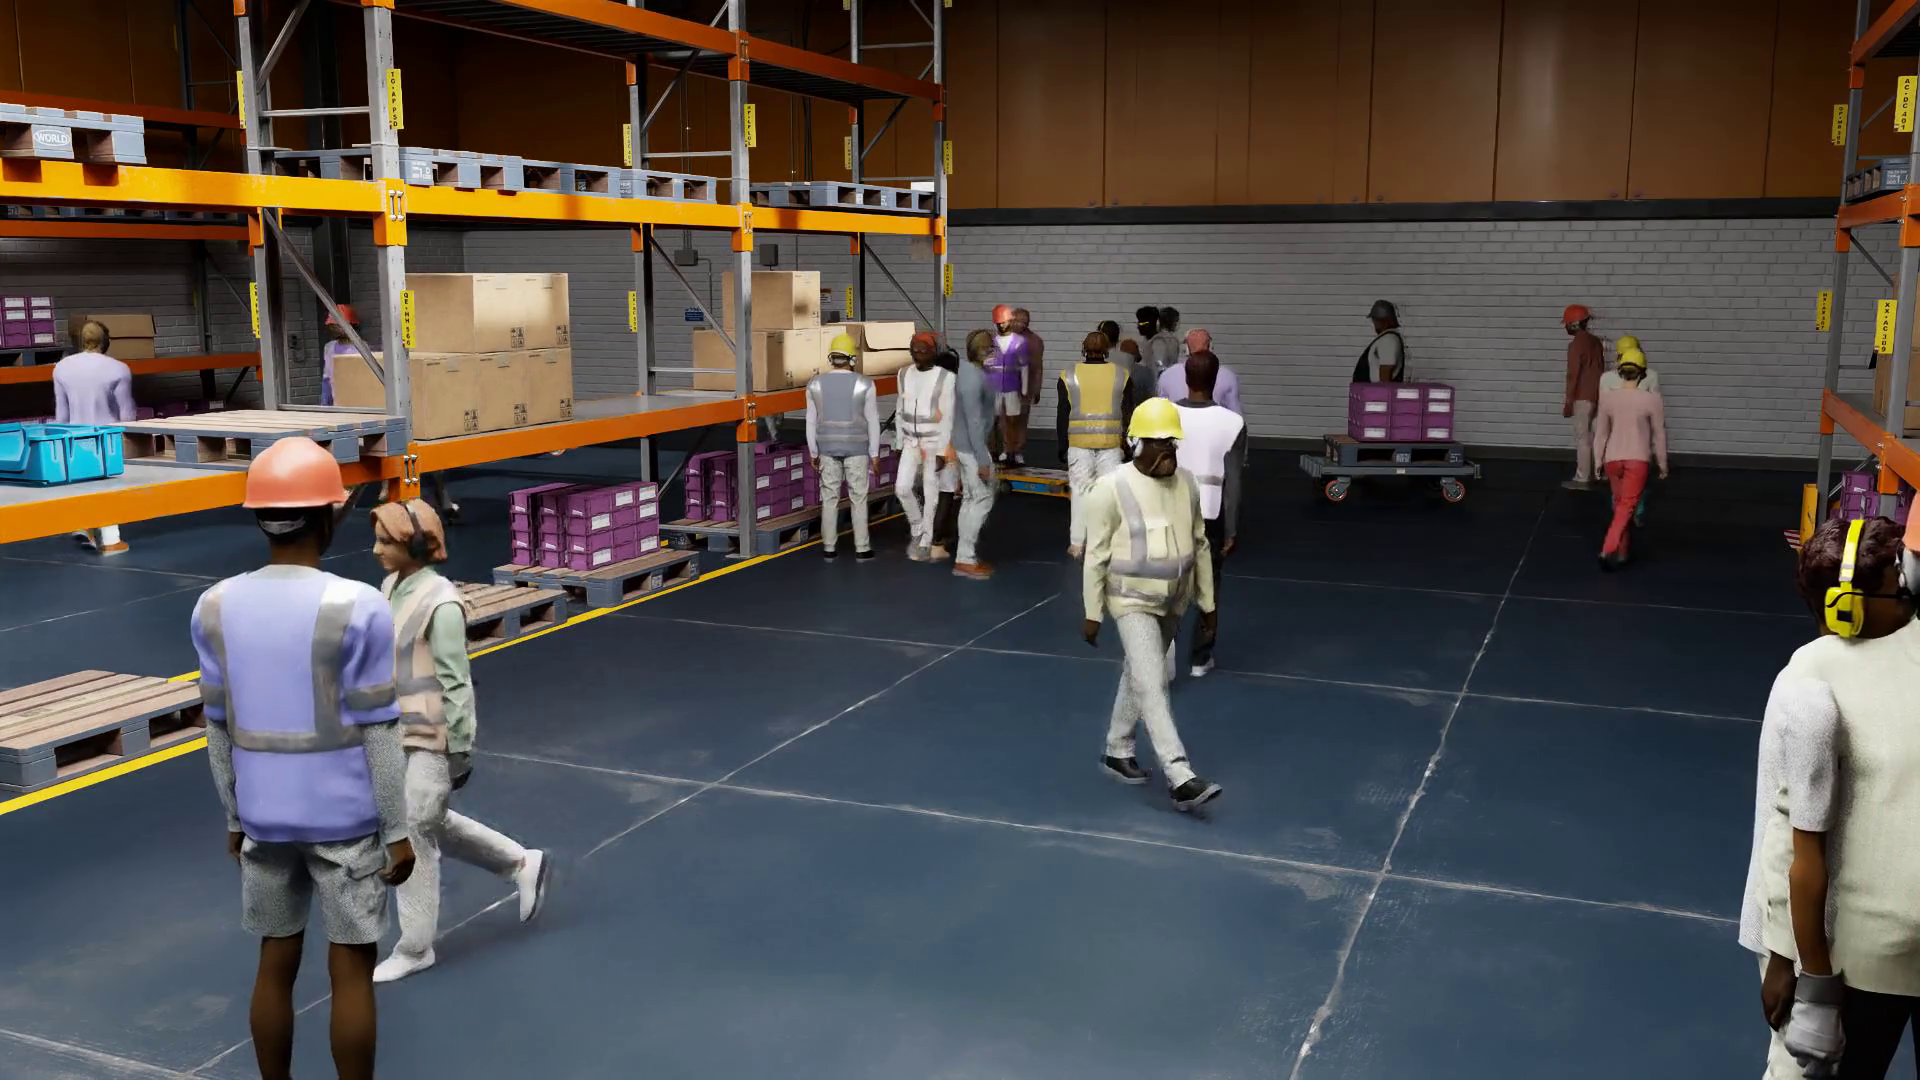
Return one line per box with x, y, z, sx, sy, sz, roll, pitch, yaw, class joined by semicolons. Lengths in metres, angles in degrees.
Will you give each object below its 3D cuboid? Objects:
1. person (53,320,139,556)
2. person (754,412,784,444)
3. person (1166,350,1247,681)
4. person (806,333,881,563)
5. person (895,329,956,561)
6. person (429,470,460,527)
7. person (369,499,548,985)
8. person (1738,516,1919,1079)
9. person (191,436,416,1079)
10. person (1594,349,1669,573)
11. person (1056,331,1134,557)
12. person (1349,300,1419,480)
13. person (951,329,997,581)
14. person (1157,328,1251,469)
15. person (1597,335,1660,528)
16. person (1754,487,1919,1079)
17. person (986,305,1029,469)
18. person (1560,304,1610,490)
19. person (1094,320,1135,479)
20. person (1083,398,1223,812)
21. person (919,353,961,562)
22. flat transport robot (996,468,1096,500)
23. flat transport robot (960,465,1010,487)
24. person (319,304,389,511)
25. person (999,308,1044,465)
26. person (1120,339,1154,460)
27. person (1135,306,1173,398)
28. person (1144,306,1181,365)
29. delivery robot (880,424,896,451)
-7.023;-0.826;13.598;0.649;1.923;0.434;0;9;2;person
-2.096;-1.411;17.469;0.529;1.823;0.951;2;9;9;person
1.304;-0.121;9.401;0.590;1.901;0.749;3;10;16;person
-0.923;-0.728;13.282;0.600;1.829;0.404;2;10;10;person
-0.289;-0.749;13.308;0.593;1.866;0.402;6;11;31;person
-4.760;-0.952;14.724;0.543;1.798;0.940;0;9;3;person
-1.723;0.649;5.598;0.646;1.615;0.513;-7;12;-37;person
1.802;0.874;3.463;0.329;1.872;0.510;5;11;27;person
-1.680;0.699;4.336;0.545;1.935;0.381;2;10;12;person
5.173;-0.617;12.942;0.841;1.730;0.539;-8;12;-41;person
1.097;-0.777;13.552;0.631;1.843;0.429;0;9;0;person
4.702;-1.657;18.282;0.902;2.000;0.688;3;10;20;person
0.100;-0.648;12.643;0.388;1.900;0.671;0;9;-3;person
1.913;-0.714;13.065;0.705;1.877;0.585;5;11;27;person
6.043;-0.976;15.046;0.532;1.740;0.656;4;10;22;person
1.921;0.834;3.326;0.608;1.995;0.378;2;10;14;person
0.514;-1.761;19.302;0.567;1.923;0.417;0;9;1;person
6.589;-1.494;17.524;0.618;1.965;0.631;8;12;41;person
1.442;-1.181;15.979;0.585;1.846;0.454;-5;11;-28;person
0.903;0.276;7.319;0.621;1.785;0.898;-7;11;-35;person
-0.063;-0.681;13.472;0.548;1.663;0.758;6;11;33;person
0.915;-0.587;17.150;1.431;0.197;0.652;8;12;40;flat transport robot
-0.107;-0.761;18.203;0.652;0.197;1.431;-7;12;-35;flat transport robot
-5.913;-1.313;16.321;0.611;2.012;0.961;7;11;35;person
0.671;-1.836;19.909;0.706;1.872;0.553;4;10;24;person
1.749;-1.271;17.231;0.510;1.621;0.376;1;9;7;person
2.135;-1.579;18.127;0.500;1.934;0.652;0;9;2;person
2.271;-1.650;18.618;0.433;1.919;0.641;-5;11;-27;person
-0.842;-1.081;19.003;0.477;0.478;0.707;-9;13;-43;delivery robot
